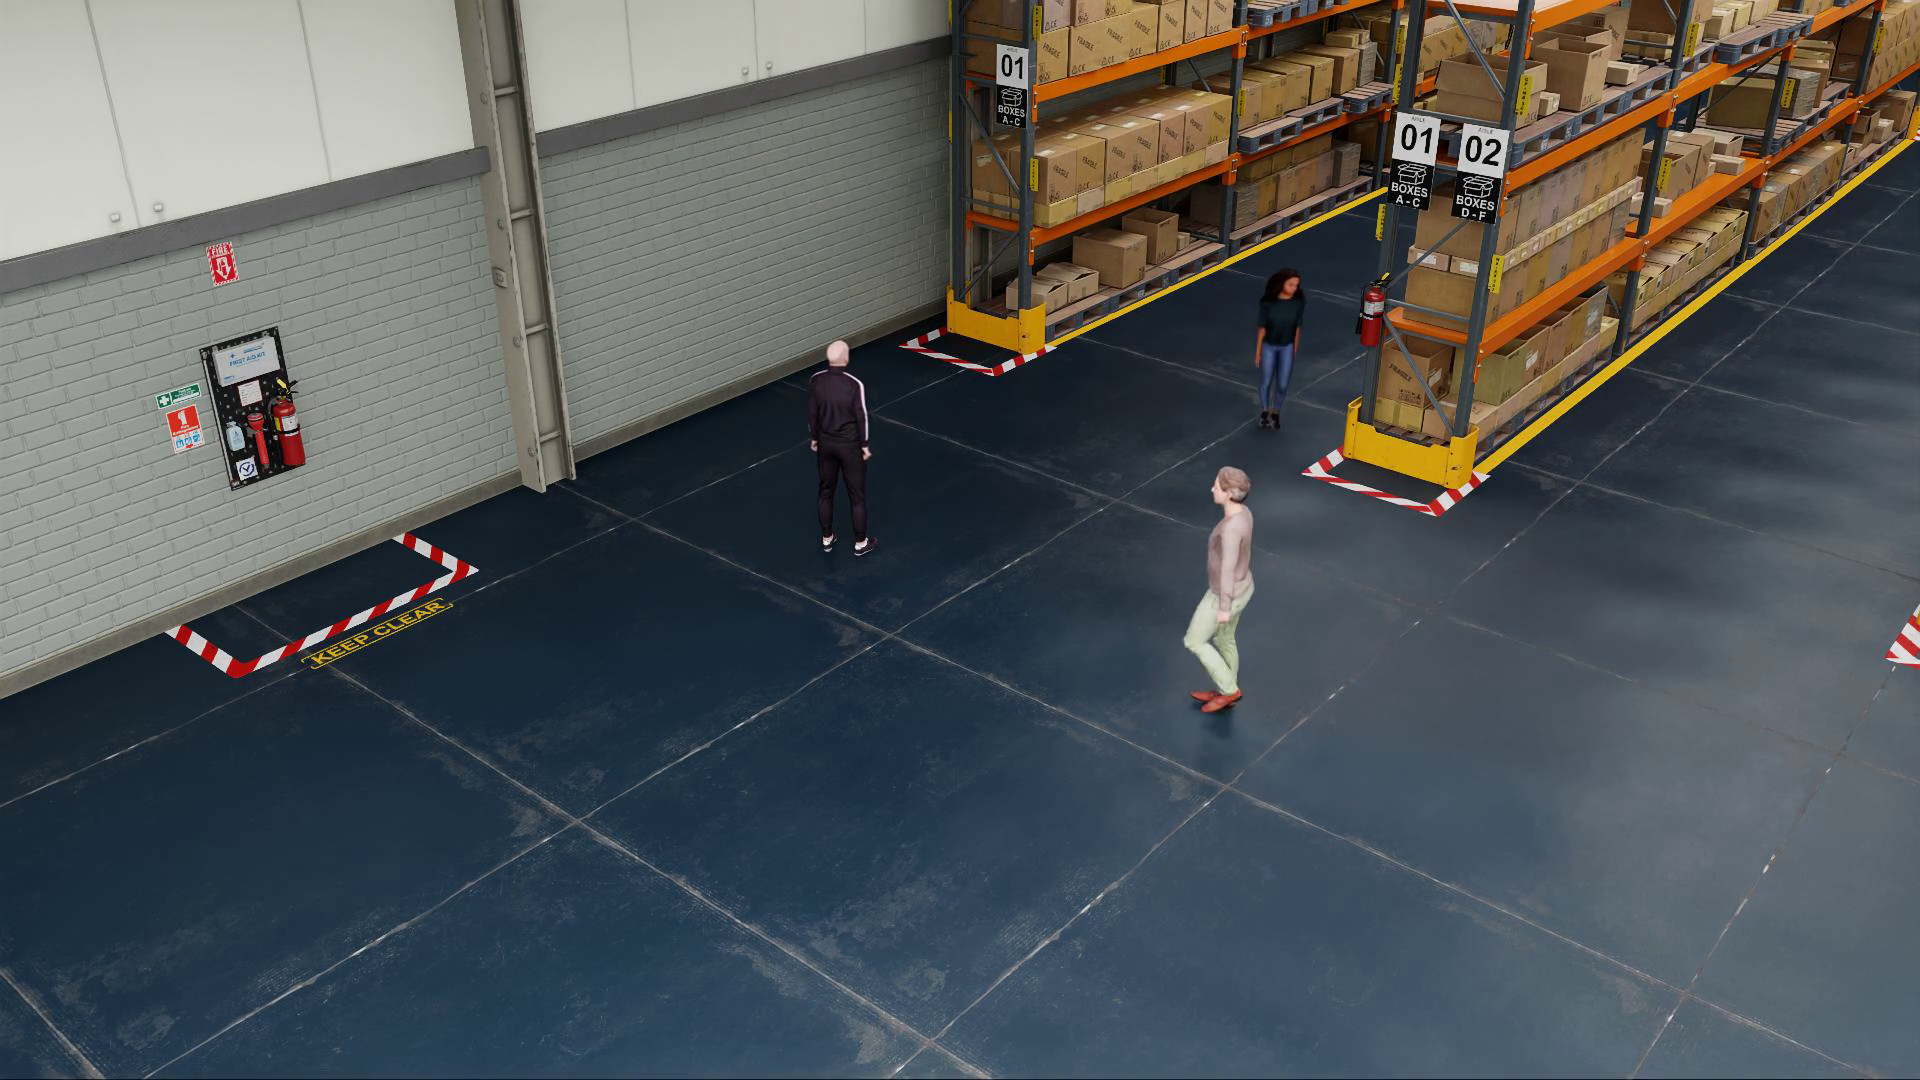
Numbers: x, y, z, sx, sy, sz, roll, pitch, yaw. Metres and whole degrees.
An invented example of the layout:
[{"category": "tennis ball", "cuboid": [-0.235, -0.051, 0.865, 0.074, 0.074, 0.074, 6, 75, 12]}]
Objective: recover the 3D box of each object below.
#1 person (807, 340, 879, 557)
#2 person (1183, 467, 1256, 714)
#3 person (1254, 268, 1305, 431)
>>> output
[{"category": "person", "cuboid": [-0.977, -0.743, 13.515, 0.746, 1.836, 0.700, 10, 30, 18]}, {"category": "person", "cuboid": [1.904, 0.391, 11.360, 0.860, 1.858, 0.743, 8, 29, 15]}, {"category": "person", "cuboid": [3.011, -1.848, 15.839, 0.715, 1.600, 0.762, 5, 28, 9]}]
